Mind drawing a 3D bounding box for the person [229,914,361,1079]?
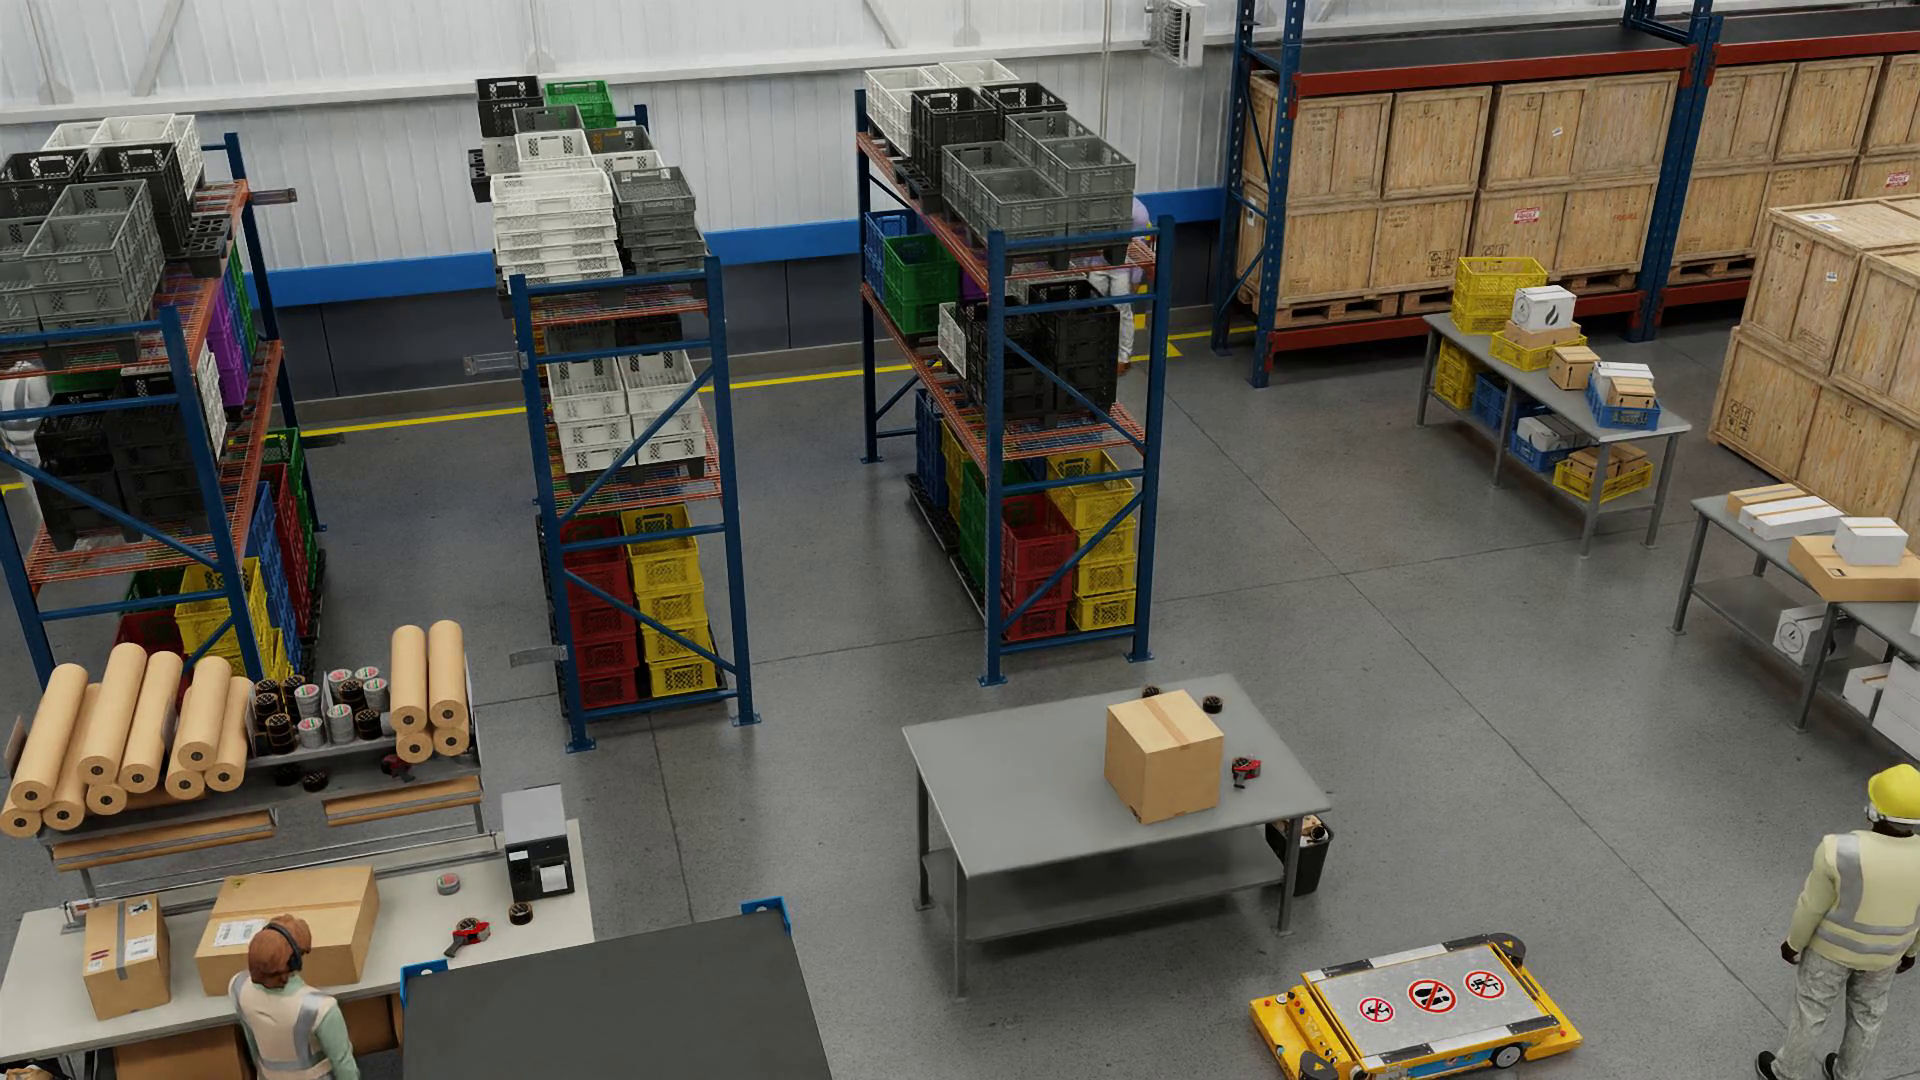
[{"bbox_3d":[-2.631,2.203,6.718,0.511,1.634,0.311,9,30,16],"label":"person"}]

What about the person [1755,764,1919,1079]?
[{"bbox_3d":[3.945,1.749,7.336,0.590,1.837,0.404,2,29,4],"label":"person"}]

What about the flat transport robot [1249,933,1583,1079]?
[{"bbox_3d":[2.184,2.282,7.980,1.431,0.197,0.652,-8,30,-14],"label":"flat transport robot"}]

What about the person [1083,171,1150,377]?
[{"bbox_3d":[1.369,-2.409,14.809,0.630,1.932,0.366,21,35,33],"label":"person"}]

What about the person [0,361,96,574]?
[{"bbox_3d":[-6.491,-0.645,11.643,0.585,1.882,0.337,15,32,25],"label":"person"}]
